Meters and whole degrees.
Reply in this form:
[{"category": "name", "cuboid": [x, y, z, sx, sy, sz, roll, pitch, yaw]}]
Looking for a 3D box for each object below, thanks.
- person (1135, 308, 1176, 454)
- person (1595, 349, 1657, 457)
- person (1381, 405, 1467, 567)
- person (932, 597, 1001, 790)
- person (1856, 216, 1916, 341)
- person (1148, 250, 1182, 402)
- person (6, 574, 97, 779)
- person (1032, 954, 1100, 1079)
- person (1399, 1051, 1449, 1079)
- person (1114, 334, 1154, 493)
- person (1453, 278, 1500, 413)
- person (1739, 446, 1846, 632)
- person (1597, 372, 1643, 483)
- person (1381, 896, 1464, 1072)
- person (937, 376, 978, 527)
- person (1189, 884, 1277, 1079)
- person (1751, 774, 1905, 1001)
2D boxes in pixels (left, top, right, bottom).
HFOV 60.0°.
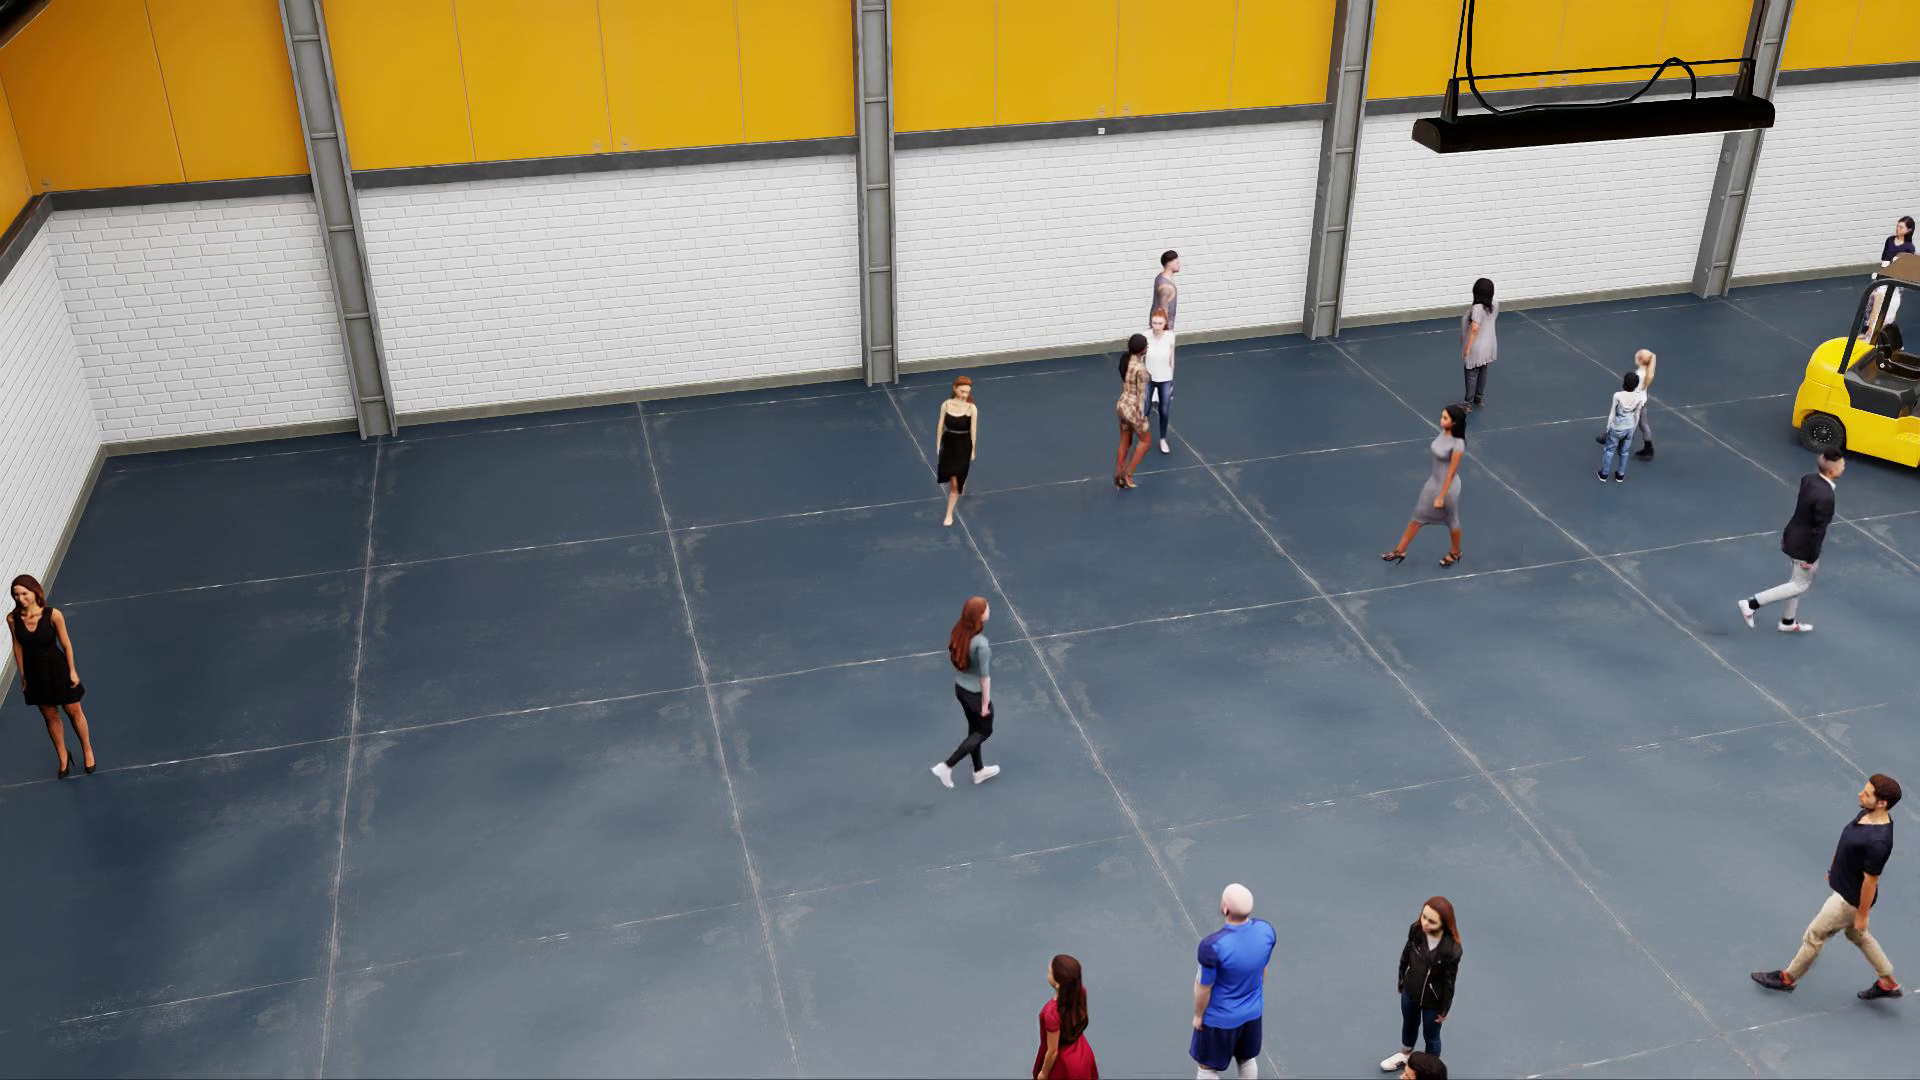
[{"category": "person", "cuboid": [2.188, -1.778, 18.594, 0.592, 1.728, 0.696, 1, 29, 1]}, {"category": "person", "cuboid": [7.628, -1.513, 18.602, 0.913, 1.255, 0.813, -23, 36, -36]}, {"category": "person", "cuboid": [4.797, -0.480, 16.197, 1.066, 1.744, 0.629, -6, 29, -11]}, {"category": "person", "cuboid": [0.044, 1.241, 13.054, 0.967, 1.733, 0.762, -18, 33, -30]}, {"category": "person", "cuboid": [12.092, -3.358, 21.501, 0.713, 1.718, 0.655, -9, 30, -16]}, {"category": "person", "cuboid": [2.394, -2.560, 19.742, 0.640, 1.841, 0.670, -1, 29, -2]}, {"category": "person", "cuboid": [-7.228, 1.089, 13.226, 0.462, 1.834, 0.643, -6, 29, -11]}, {"category": "person", "cuboid": [0.618, 3.074, 9.881, 0.739, 1.554, 0.679, 18, 33, 30]}, {"category": "person", "cuboid": [2.449, 3.445, 8.959, 0.651, 1.786, 0.697, 0, 29, 0]}, {"category": "person", "cuboid": [1.763, -1.317, 17.699, 0.649, 1.775, 0.657, -13, 31, -22]}, {"category": "person", "cuboid": [6.155, -2.329, 19.728, 0.731, 1.609, 0.809, -23, 36, -36]}, {"category": "person", "cuboid": [7.571, 0.013, 15.094, 1.099, 1.935, 0.920, 2, 29, 4]}, {"category": "person", "cuboid": [7.187, -1.230, 18.080, 0.493, 1.258, 0.583, 1, 29, 2]}, {"category": "person", "cuboid": [2.932, 2.820, 10.422, 0.626, 1.481, 0.620, -22, 35, -34]}, {"category": "person", "cuboid": [-0.003, -0.968, 17.241, 0.974, 1.601, 0.942, 10, 30, 18]}, {"category": "person", "cuboid": [1.630, 2.828, 10.033, 0.569, 1.839, 0.771, -13, 31, -23]}, {"category": "person", "cuboid": [5.971, 2.346, 10.935, 1.257, 1.823, 1.120, 11, 31, 20]}]
